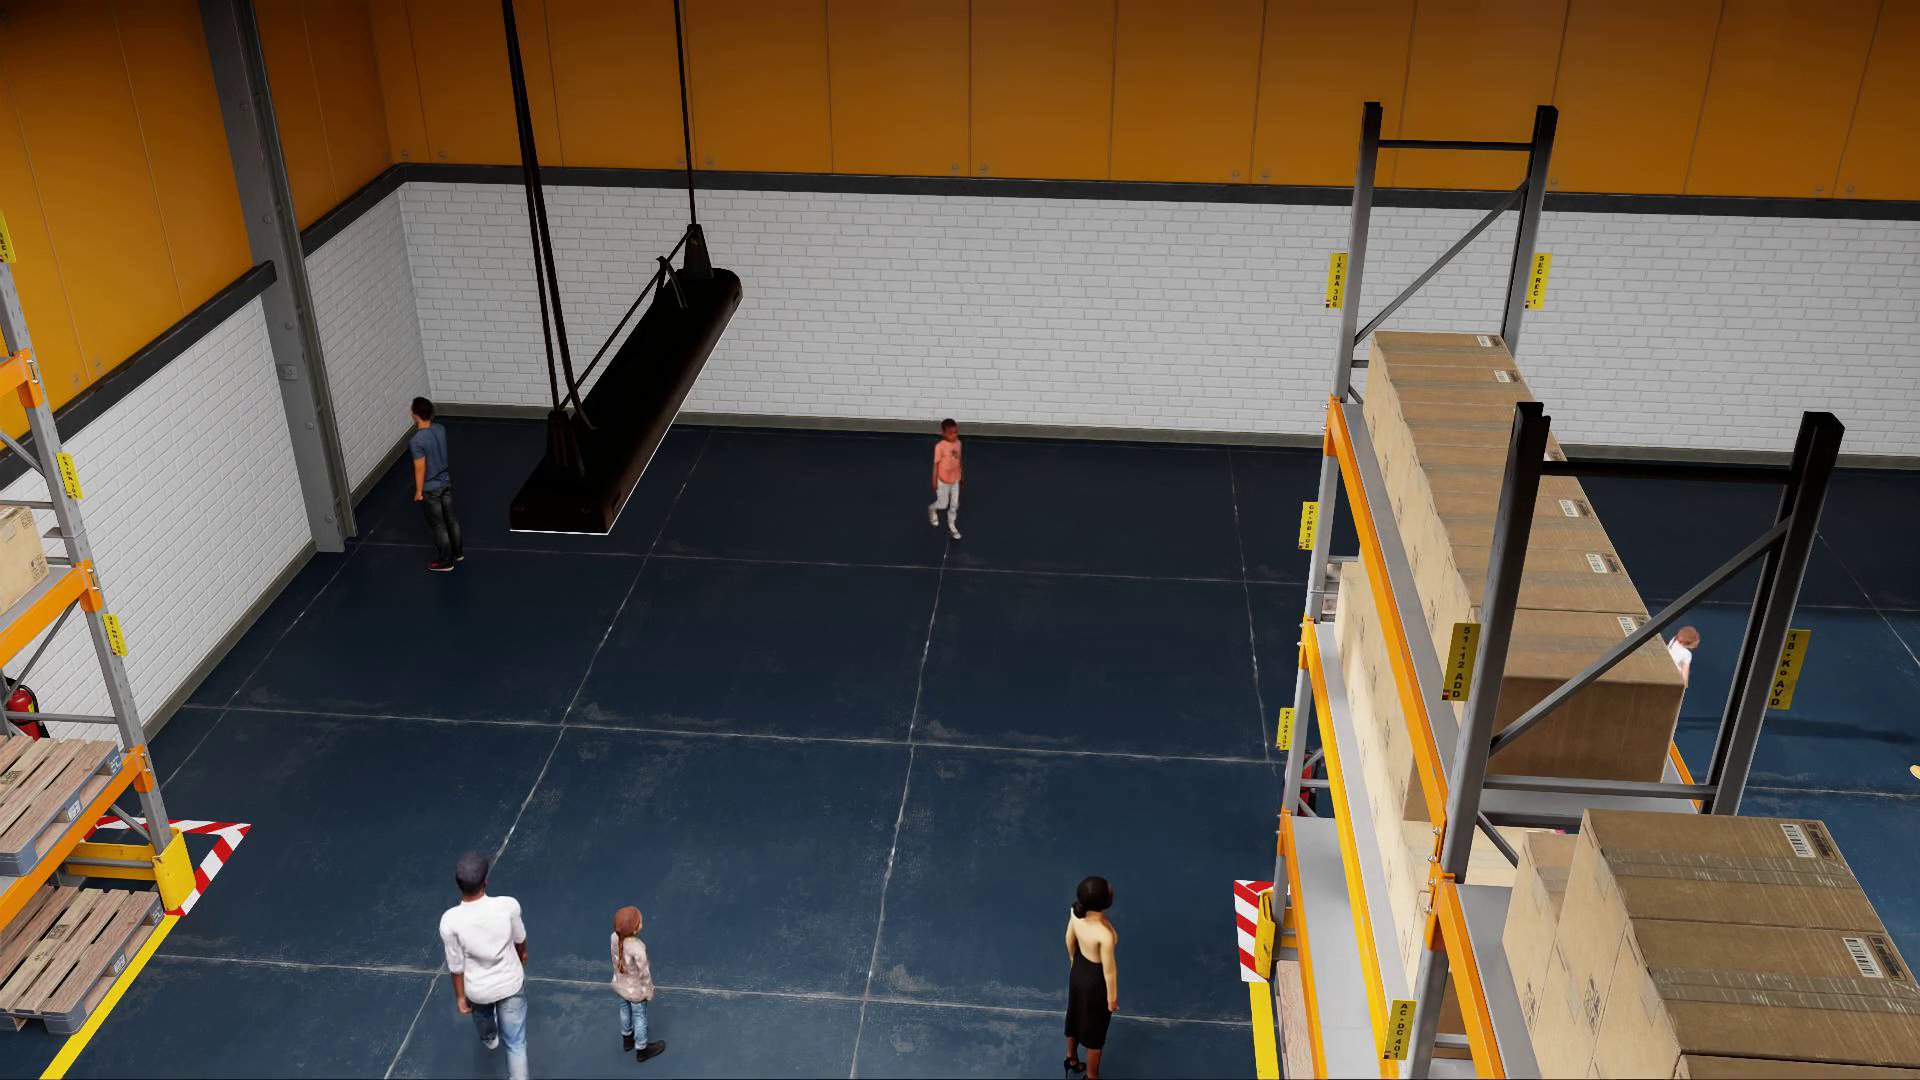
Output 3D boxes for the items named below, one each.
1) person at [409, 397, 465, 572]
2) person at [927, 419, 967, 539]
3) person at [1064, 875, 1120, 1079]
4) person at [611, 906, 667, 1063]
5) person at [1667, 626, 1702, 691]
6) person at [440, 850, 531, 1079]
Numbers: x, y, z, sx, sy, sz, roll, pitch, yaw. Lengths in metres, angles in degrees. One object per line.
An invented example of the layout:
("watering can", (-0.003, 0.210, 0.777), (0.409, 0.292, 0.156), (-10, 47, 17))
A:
("person", (-5.142, -0.557, 16.280), (0.756, 1.811, 0.559), (9, 30, 16))
("person", (-0.166, -0.661, 17.007), (0.719, 1.297, 0.802), (-17, 33, -28))
("person", (0.815, 2.758, 10.366), (0.731, 1.653, 0.655), (-18, 33, -29))
("person", (-2.116, 2.841, 10.693), (0.549, 1.195, 0.590), (21, 35, 34))
("person", (5.994, 1.109, 14.077), (0.631, 0.994, 0.441), (-14, 31, -23))
("person", (-2.861, 2.771, 10.235), (0.921, 1.756, 1.236), (-8, 30, -14))
